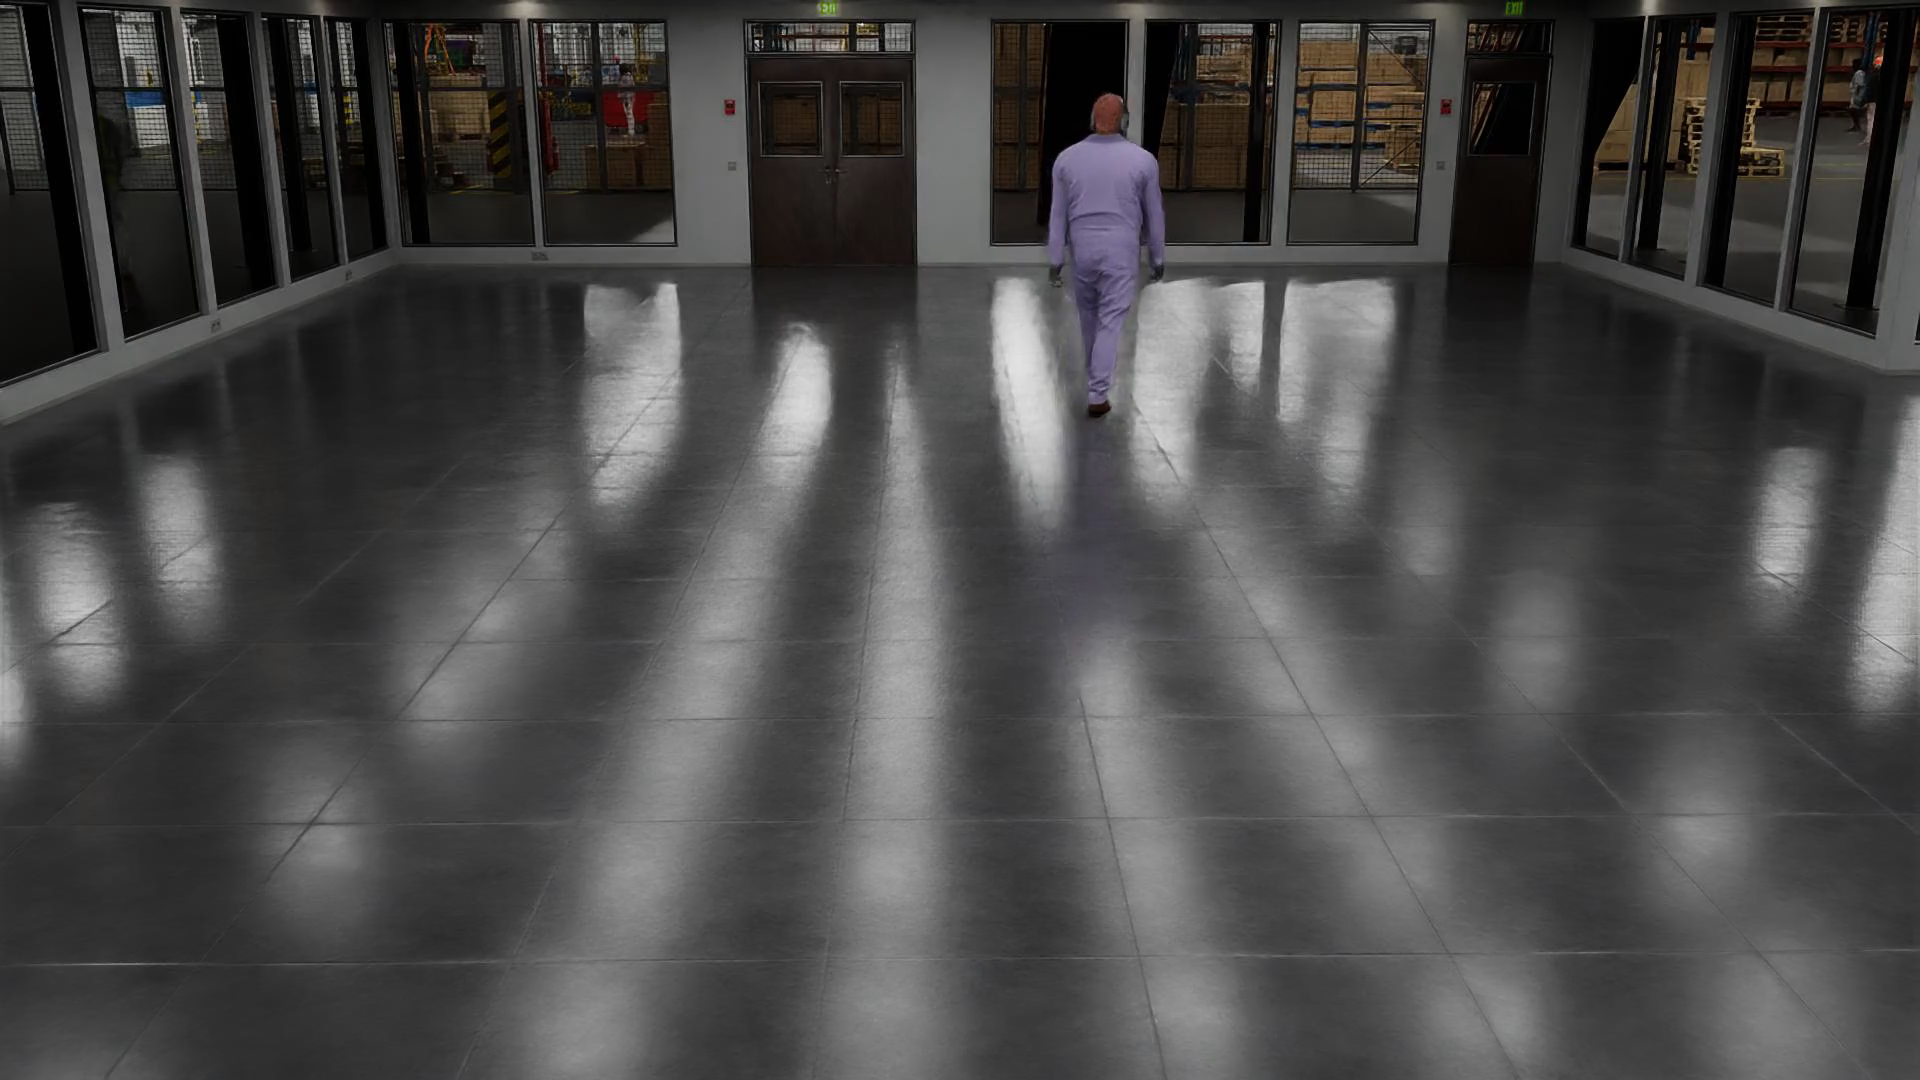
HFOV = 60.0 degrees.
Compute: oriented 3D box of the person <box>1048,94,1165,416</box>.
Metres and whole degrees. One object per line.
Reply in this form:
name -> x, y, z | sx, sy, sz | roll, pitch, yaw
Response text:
person -> 0.912, -1.730, 10.058 | 0.670, 1.858, 0.982 | 6, 17, 19
